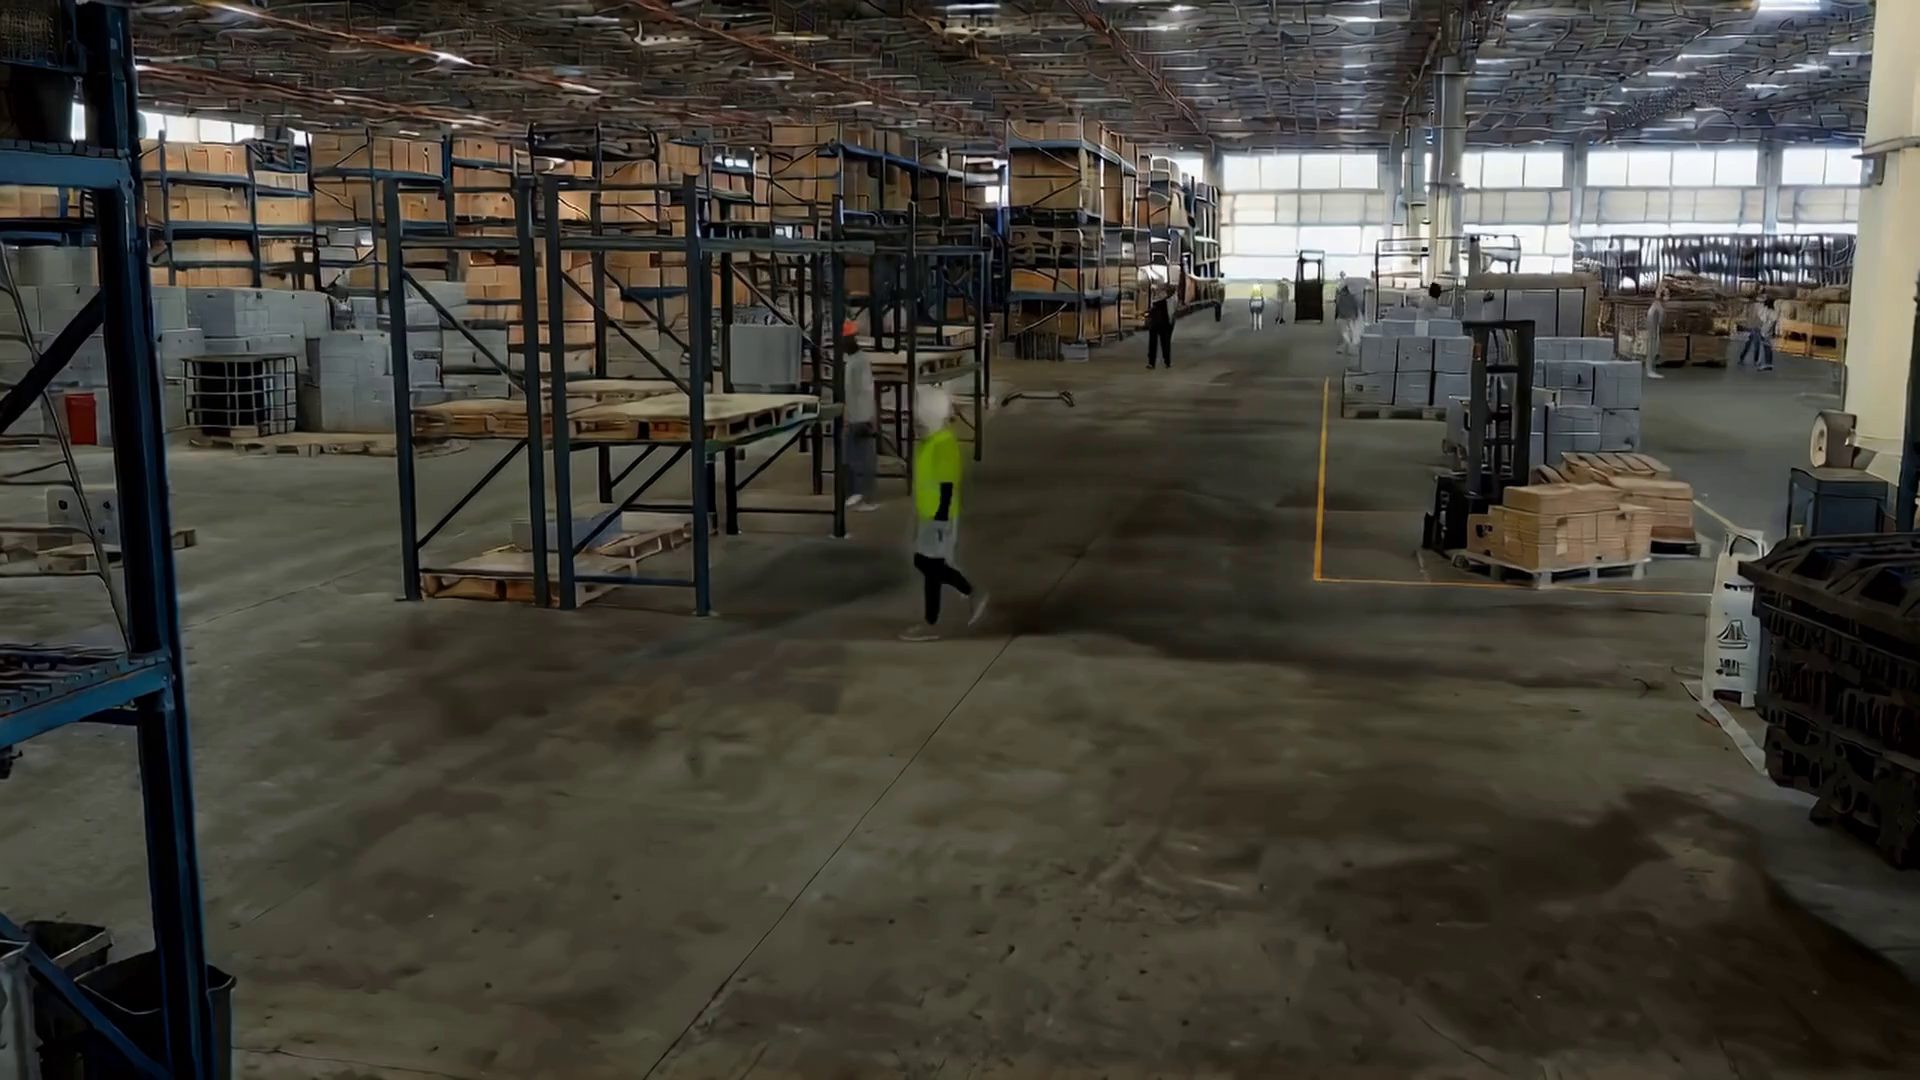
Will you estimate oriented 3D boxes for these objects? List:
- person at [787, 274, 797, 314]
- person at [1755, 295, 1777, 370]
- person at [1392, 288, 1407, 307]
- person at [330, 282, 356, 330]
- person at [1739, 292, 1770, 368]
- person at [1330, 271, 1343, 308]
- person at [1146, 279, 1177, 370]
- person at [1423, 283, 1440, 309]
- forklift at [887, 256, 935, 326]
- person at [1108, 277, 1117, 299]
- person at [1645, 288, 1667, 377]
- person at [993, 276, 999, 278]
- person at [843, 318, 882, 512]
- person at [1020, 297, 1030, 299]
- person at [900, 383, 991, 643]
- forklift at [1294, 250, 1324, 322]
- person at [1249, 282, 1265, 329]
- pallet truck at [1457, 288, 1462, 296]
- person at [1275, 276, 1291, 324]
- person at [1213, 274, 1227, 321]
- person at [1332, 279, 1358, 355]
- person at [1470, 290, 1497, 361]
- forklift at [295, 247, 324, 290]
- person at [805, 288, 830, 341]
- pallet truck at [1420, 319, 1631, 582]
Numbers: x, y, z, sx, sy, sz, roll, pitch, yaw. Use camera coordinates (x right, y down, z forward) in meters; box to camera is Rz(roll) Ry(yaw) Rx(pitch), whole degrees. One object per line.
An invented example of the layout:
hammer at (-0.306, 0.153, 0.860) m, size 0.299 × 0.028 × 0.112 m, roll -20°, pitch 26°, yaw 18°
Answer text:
person at (-6.483, -9.516, 65.447) m, size 0.905 × 1.908 × 0.636 m, roll 8°, pitch 13°, yaw 41°
person at (18.061, -4.637, 37.195) m, size 0.321 × 1.693 × 0.538 m, roll 1°, pitch 10°, yaw 7°
person at (14.736, -7.784, 56.043) m, size 0.538 × 1.609 × 0.661 m, roll 7°, pitch 12°, yaw 37°
person at (-15.263, -5.416, 41.157) m, size 0.592 × 1.911 × 0.385 m, roll -7°, pitch 12°, yaw -37°
person at (18.201, -4.809, 38.071) m, size 0.590 × 1.725 × 0.550 m, roll -1°, pitch 10°, yaw -6°
person at (19.208, -12.668, 84.142) m, size 1.008 × 1.893 × 0.612 m, roll 9°, pitch 13°, yaw 43°
person at (4.490, -4.841, 37.355) m, size 0.682 × 2.000 × 0.537 m, roll 3°, pitch 10°, yaw 20°
person at (10.973, -4.960, 38.420) m, size 0.974 × 1.919 × 0.610 m, roll 1°, pitch 10°, yaw 3°
forklift at (-1.296, -5.746, 40.230) m, size 1.129 × 2.768 × 1.873 m, roll 2°, pitch 10°, yaw 12°
person at (7.858, -12.889, 85.637) m, size 0.657 × 1.829 × 0.452 m, roll 1°, pitch 10°, yaw 4°
person at (14.671, -4.358, 35.016) m, size 0.319 × 1.865 × 0.521 m, roll 2°, pitch 10°, yaw 9°
person at (1.953, -13.837, 90.953) m, size 0.563 × 1.927 × 0.423 m, roll 1°, pitch 10°, yaw 5°
person at (-1.022, -1.211, 16.285) m, size 0.582 × 1.893 × 0.725 m, roll -1°, pitch 10°, yaw -6°
person at (2.556, -9.241, 64.729) m, size 0.530 × 1.592 × 0.713 m, roll 5°, pitch 11°, yaw 29°
person at (-0.104, -0.172, 10.736) m, size 0.542 × 1.685 × 0.546 m, roll -2°, pitch 10°, yaw -10°
forklift at (13.778, -10.002, 65.433) m, size 1.129 × 2.768 × 1.873 m, roll 2°, pitch 10°, yaw 12°
person at (10.580, -8.370, 59.298) m, size 0.540 × 1.682 × 0.372 m, roll 1°, pitch 10°, yaw 4°
pallet truck at (20.506, -9.785, 68.819) m, size 0.653 × 1.274 × 1.630 m, roll 2°, pitch 10°, yaw 12°
person at (12.390, -9.205, 63.866) m, size 0.591 × 1.814 × 0.545 m, roll 1°, pitch 10°, yaw 8°
person at (10.444, -9.742, 66.815) m, size 0.565 × 1.901 × 0.822 m, roll 2°, pitch 10°, yaw 10°
person at (9.988, -5.754, 42.980) m, size 0.618 × 1.972 × 0.849 m, roll -7°, pitch 12°, yaw -34°
person at (12.545, -5.091, 39.746) m, size 0.554 × 1.719 × 0.880 m, roll -9°, pitch 13°, yaw -43°
forklift at (-19.566, -7.476, 50.475) m, size 1.129 × 2.768 × 1.873 m, roll -2°, pitch 10°, yaw -12°
person at (-3.240, -4.820, 37.752) m, size 0.604 × 1.858 × 0.652 m, roll 0°, pitch 10°, yaw 2°
pallet truck at (4.543, -0.757, 13.299) m, size 0.823 × 1.965 × 1.885 m, roll -4°, pitch 10°, yaw -22°
